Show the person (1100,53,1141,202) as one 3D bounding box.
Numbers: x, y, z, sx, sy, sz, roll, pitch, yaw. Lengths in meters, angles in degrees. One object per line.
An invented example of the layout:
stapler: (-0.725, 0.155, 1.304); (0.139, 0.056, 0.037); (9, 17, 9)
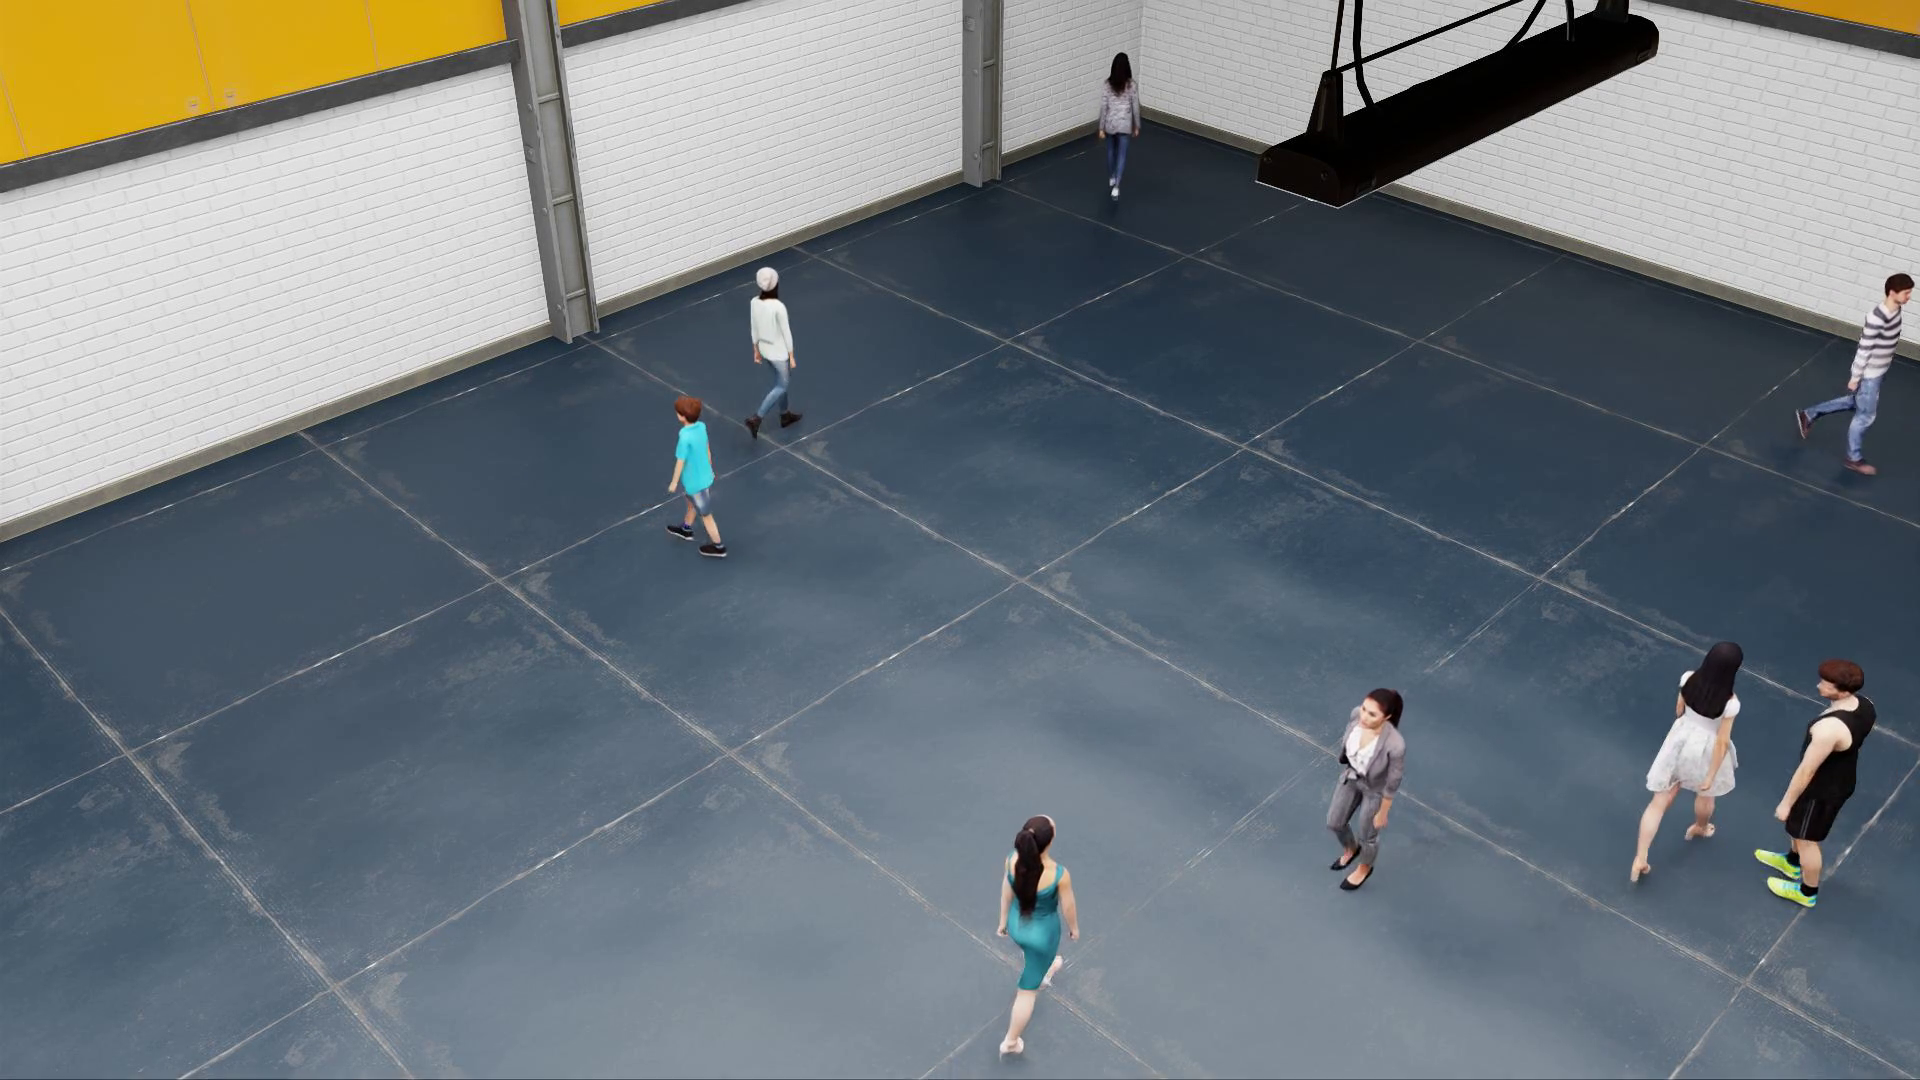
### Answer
person: (1.870, -4.877, 19.770); (1.049, 1.695, 1.254); (8, 34, 11)

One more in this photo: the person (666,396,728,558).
person: (-2.060, -0.491, 13.413); (0.823, 1.426, 0.847); (8, 34, 12)

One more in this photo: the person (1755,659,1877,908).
person: (5.268, 1.490, 10.042); (0.599, 1.860, 0.788); (-21, 39, -28)

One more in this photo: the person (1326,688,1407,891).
person: (2.569, 1.506, 10.205); (0.679, 1.653, 0.692); (-16, 37, -22)

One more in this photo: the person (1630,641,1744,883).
person: (4.469, 1.391, 10.303); (1.081, 1.735, 0.699); (-23, 40, -30)

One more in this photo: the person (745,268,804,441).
person: (-1.722, -1.657, 14.987); (0.613, 1.627, 0.962); (25, 41, 32)

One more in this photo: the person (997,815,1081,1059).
person: (0.365, 2.224, 9.131); (0.767, 1.646, 1.072); (16, 37, 23)

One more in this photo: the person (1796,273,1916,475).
person: (7.879, -1.517, 14.591); (0.709, 1.832, 0.976); (29, 43, 36)
